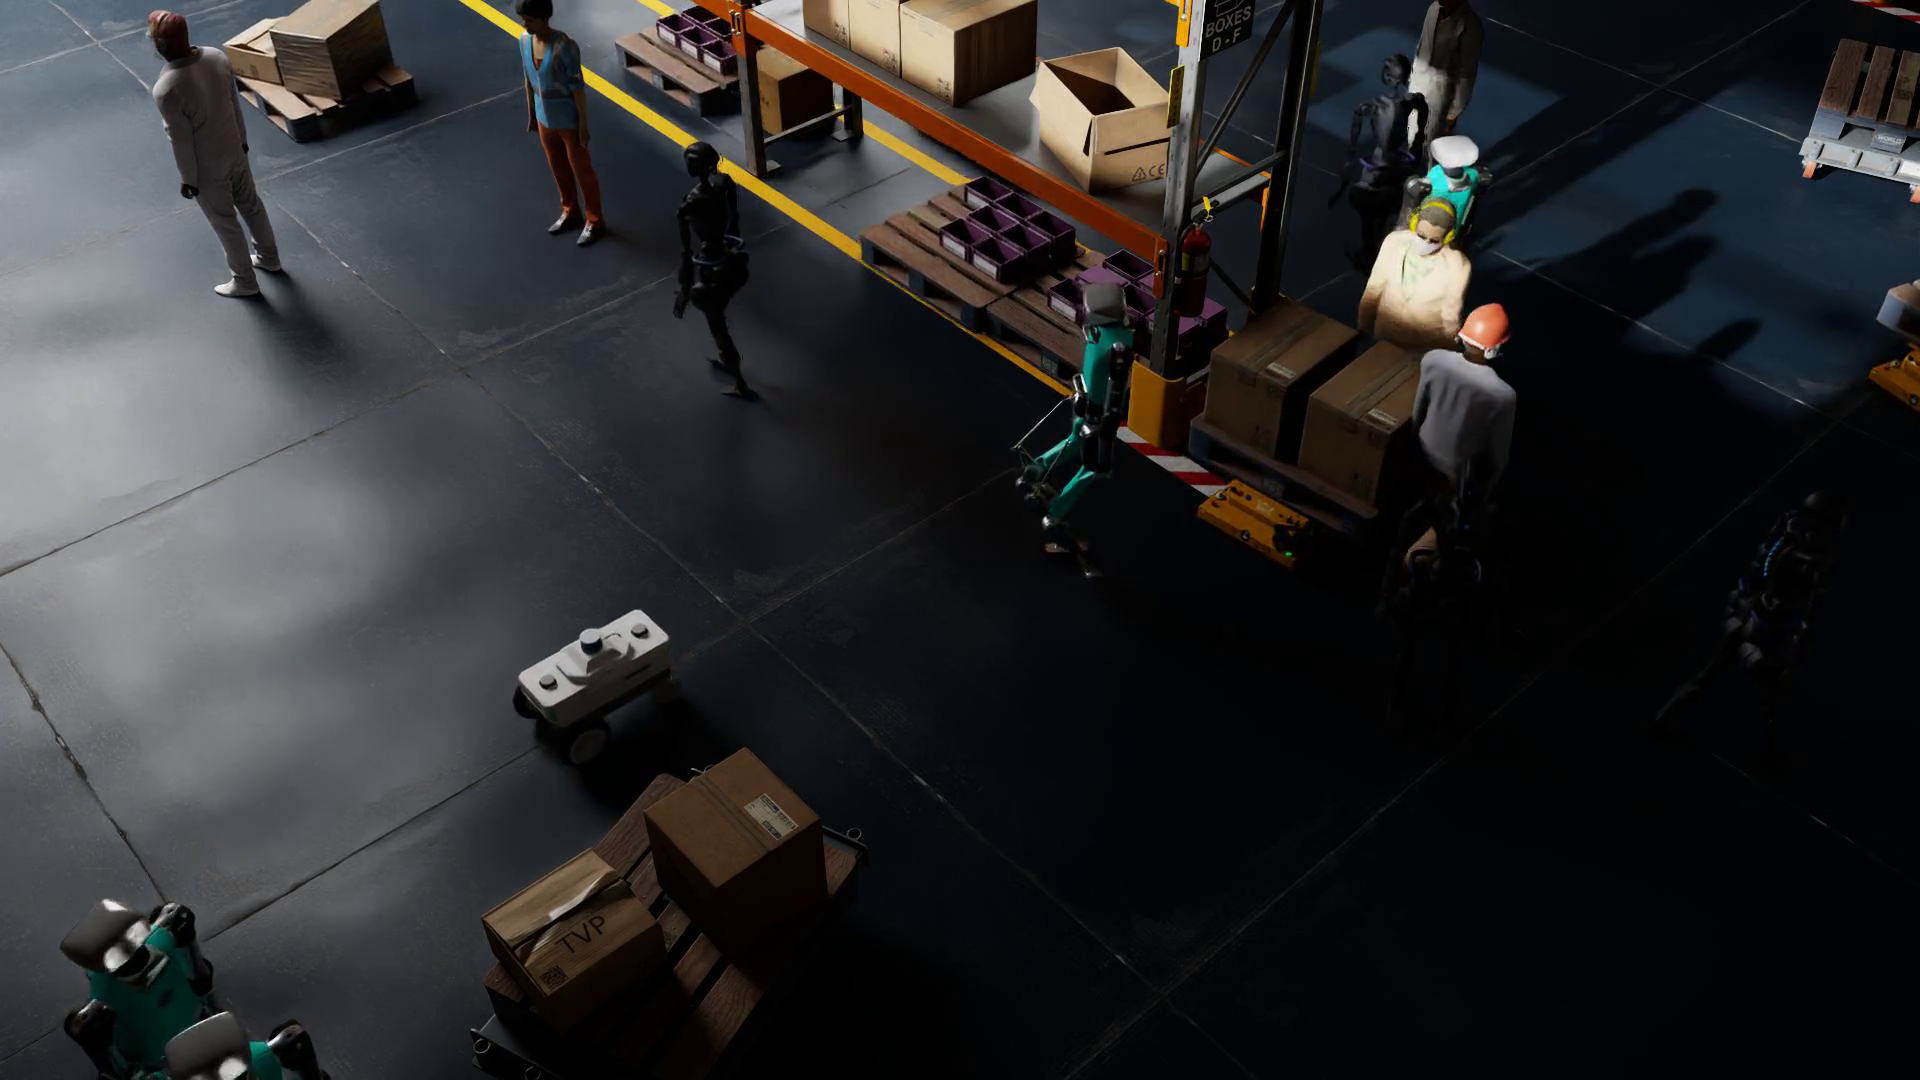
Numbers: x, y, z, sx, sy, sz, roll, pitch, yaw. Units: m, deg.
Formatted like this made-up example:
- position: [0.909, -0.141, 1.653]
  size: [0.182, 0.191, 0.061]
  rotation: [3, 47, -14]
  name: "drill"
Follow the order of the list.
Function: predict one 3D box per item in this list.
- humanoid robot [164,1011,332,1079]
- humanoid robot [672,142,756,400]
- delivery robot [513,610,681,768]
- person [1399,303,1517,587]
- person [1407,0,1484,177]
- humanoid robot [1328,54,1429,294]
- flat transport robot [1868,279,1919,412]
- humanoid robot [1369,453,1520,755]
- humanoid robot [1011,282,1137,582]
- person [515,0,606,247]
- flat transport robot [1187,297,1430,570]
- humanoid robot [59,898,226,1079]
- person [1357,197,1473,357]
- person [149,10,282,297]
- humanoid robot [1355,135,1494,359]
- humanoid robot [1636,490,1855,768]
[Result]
- position: [-2.476, 2.043, 5.801]
  size: [0.534, 1.754, 0.990]
  rotation: [-33, 52, -31]
  name: "humanoid robot"
- position: [-1.475, -1.575, 9.776]
  size: [0.554, 1.643, 0.595]
  rotation: [21, 46, 21]
  name: "humanoid robot"
- position: [-1.786, 0.694, 8.143]
  size: [0.811, 0.613, 0.499]
  rotation: [-31, 51, -29]
  name: "delivery robot"
- position: [2.521, -0.453, 8.498]
  size: [0.613, 1.731, 0.578]
  rotation: [-26, 49, -26]
  name: "person"
- position: [3.186, -2.969, 11.173]
  size: [0.362, 1.827, 0.516]
  rotation: [-18, 46, -19]
  name: "person"
- position: [2.651, -2.313, 10.596]
  size: [0.595, 1.634, 0.688]
  rotation: [-13, 44, -14]
  name: "humanoid robot"
- position: [6.404, -1.082, 10.271]
  size: [1.431, 0.231, 0.659]
  rotation: [-19, 46, -19]
  name: "flat transport robot"
- position: [2.234, 0.298, 7.723]
  size: [0.600, 1.649, 0.394]
  rotation: [7, 43, 8]
  name: "humanoid robot"
- position: [0.542, -0.521, 8.575]
  size: [0.728, 1.800, 0.543]
  rotation: [-5, 43, -6]
  name: "humanoid robot"
- position: [-2.671, -2.801, 11.043]
  size: [0.499, 1.759, 0.339]
  rotation: [21, 47, 21]
  name: "person"
- position: [2.056, -0.392, 9.521]
  size: [0.659, 0.231, 1.431]
  rotation: [32, 52, 30]
  name: "flat transport robot"
- position: [-2.972, 1.846, 5.995]
  size: [0.731, 1.772, 0.541]
  rotation: [13, 44, 13]
  name: "humanoid robot"
- position: [2.513, -1.178, 9.229]
  size: [0.575, 1.833, 0.938]
  rotation: [30, 51, 29]
  name: "person"
- position: [-4.751, -2.434, 10.533]
  size: [0.413, 1.906, 0.650]
  rotation: [11, 44, 11]
  name: "person"
- position: [2.618, -1.660, 9.836]
  size: [0.534, 1.810, 0.746]
  rotation: [-14, 44, -14]
  name: "humanoid robot"
- position: [3.725, 0.384, 7.667]
  size: [0.748, 1.631, 0.603]
  rotation: [1, 43, 1]
  name: "humanoid robot"
